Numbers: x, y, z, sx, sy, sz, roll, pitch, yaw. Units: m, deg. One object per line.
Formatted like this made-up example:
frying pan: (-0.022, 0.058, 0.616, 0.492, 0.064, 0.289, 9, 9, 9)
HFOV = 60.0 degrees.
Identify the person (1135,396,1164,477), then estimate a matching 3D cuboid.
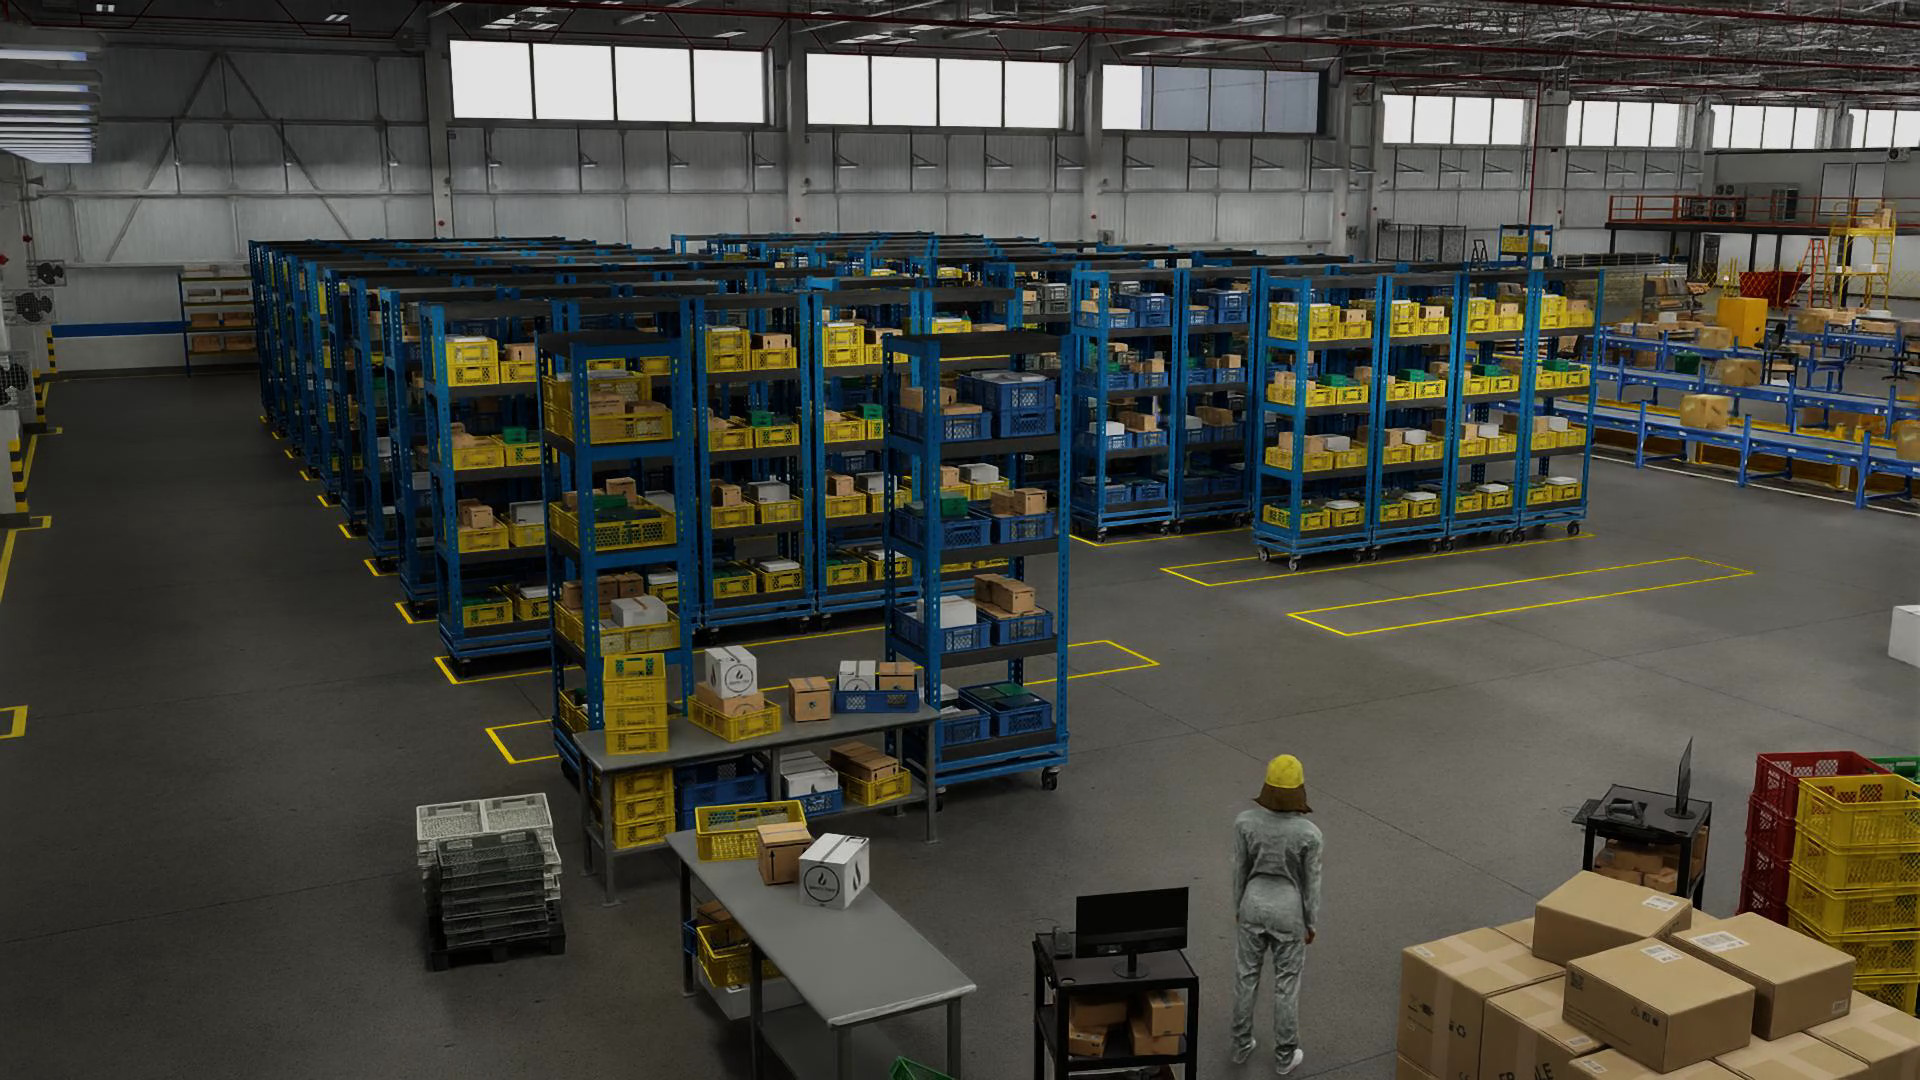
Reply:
person: (2.916, -1.867, 26.786, 0.955, 1.790, 0.591, -4, 13, -18)

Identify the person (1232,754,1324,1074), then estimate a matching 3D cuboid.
person: (1.696, 1.989, 8.914, 0.480, 1.732, 0.354, 6, 13, 24)

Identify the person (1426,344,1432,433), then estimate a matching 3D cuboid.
person: (8.371, -2.573, 29.832, 0.643, 1.911, 0.411, -2, 12, -8)

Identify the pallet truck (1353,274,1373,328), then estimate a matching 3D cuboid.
pallet truck: (13.011, -8.050, 55.243, 0.823, 1.965, 1.885, -7, 14, -28)
